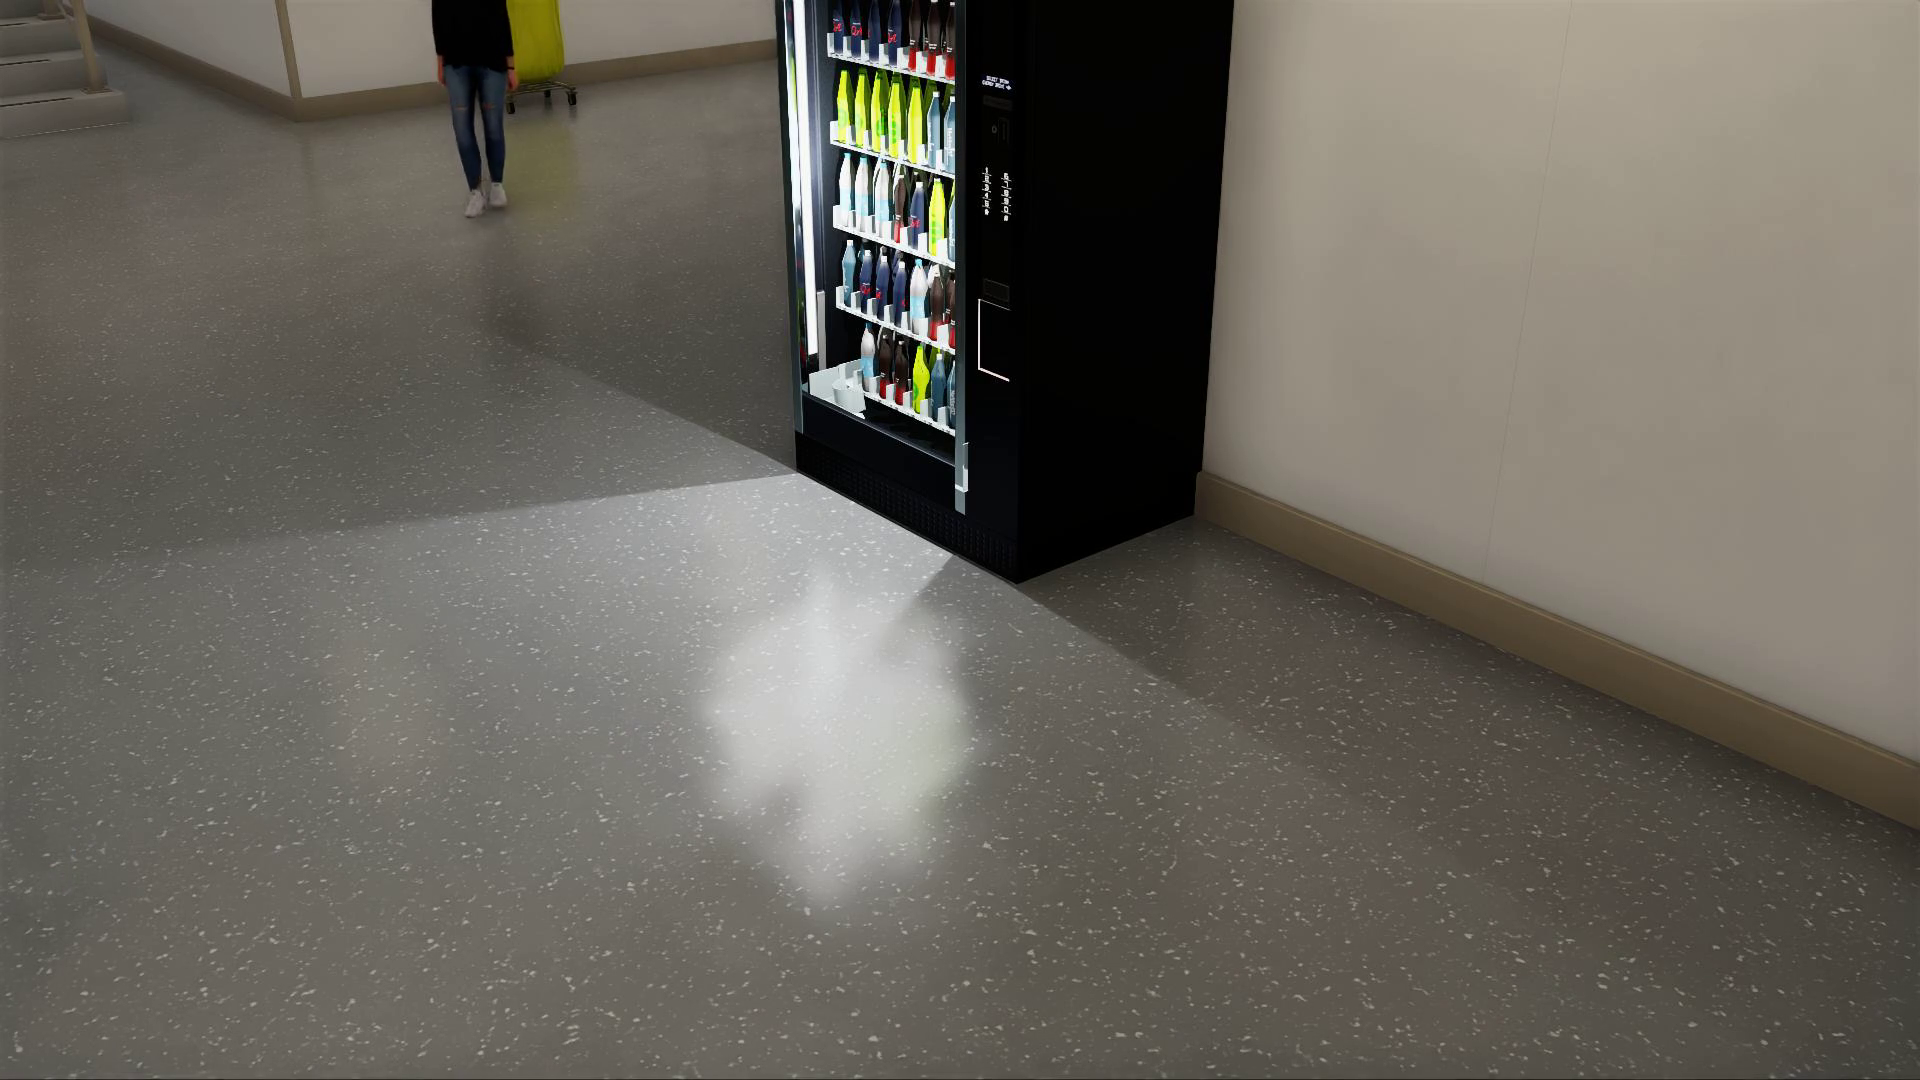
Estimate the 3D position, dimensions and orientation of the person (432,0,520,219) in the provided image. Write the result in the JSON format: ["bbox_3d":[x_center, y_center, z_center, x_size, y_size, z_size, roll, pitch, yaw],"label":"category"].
[{"bbox_3d":[-2.662,-2.636,9.153,0.801,1.627,0.900,-5,26,-9],"label":"person"}]
